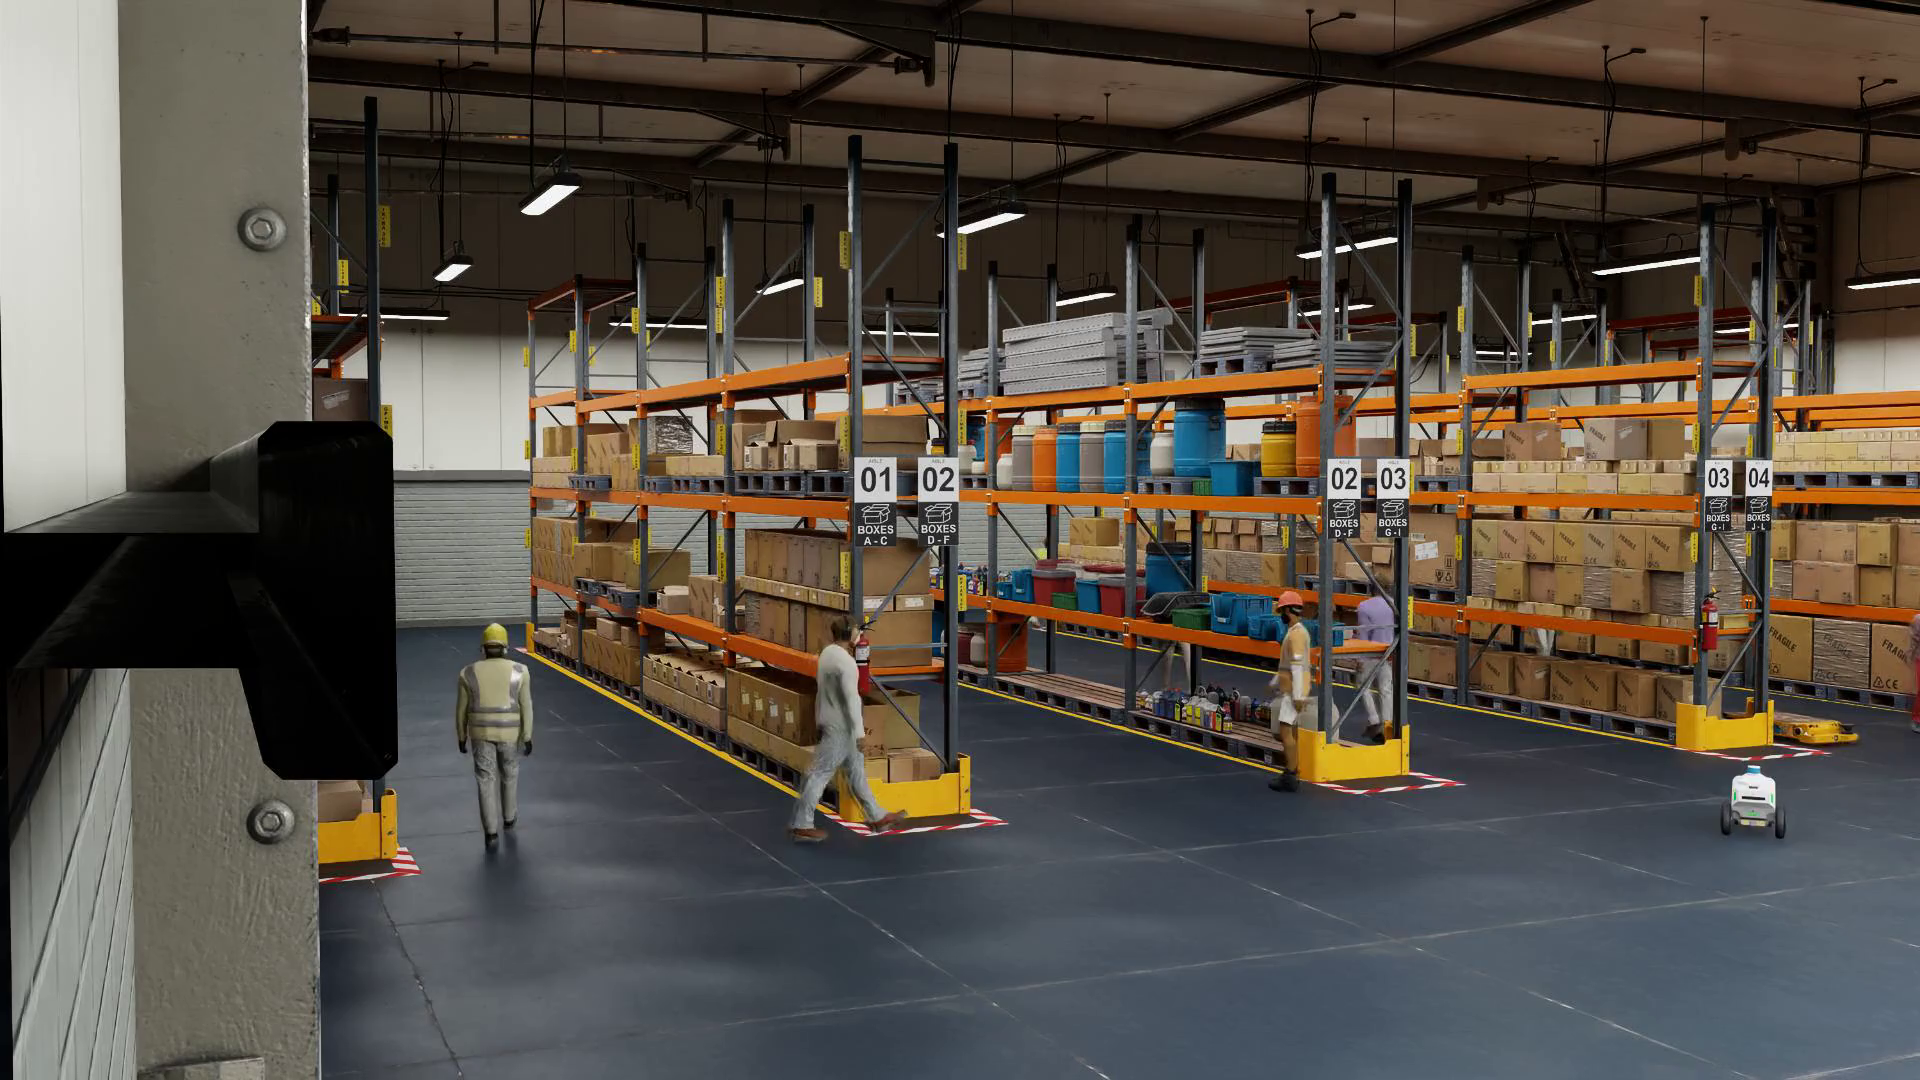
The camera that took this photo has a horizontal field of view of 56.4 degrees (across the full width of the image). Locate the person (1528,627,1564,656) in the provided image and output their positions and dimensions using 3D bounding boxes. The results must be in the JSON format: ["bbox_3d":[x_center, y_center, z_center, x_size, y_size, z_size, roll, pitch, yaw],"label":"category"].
[{"bbox_3d":[8.526,1.273,25.941,0.536,1.606,0.677,-1,2,-17],"label":"person"}]

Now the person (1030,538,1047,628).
[{"bbox_3d":[1.693,0.826,35.250,0.637,1.804,0.932,1,3,34],"label":"person"}]

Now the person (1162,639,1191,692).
[{"bbox_3d":[2.979,1.340,24.298,0.537,1.593,0.847,-1,2,-21],"label":"person"}]

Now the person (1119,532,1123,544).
[{"bbox_3d":[3.297,0.776,35.294,0.566,1.896,0.957,-2,3,-37],"label":"person"}]

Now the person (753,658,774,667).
[{"bbox_3d":[-2.825,1.257,26.072,0.522,1.620,0.411,-1,2,-27],"label":"person"}]

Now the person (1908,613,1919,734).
[{"bbox_3d":[11.316,1.408,20.780,0.541,1.725,0.524,1,2,16],"label":"person"}]

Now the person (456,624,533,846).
[{"bbox_3d":[-3.887,1.597,14.973,0.621,1.792,0.873,-1,2,-14],"label":"person"}]

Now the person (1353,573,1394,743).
[{"bbox_3d":[4.736,1.332,20.339,0.650,1.918,0.453,-1,2,-25],"label":"person"}]

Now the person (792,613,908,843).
[{"bbox_3d":[-0.938,1.555,14.926,1.041,1.881,0.651,-1,2,-18],"label":"person"}]

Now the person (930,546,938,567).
[{"bbox_3d":[-0.530,0.754,34.613,0.406,1.986,0.617,2,3,36],"label":"person"}]

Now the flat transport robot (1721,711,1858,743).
[{"bbox_3d":[9.568,2.150,20.750,0.652,0.197,1.431,-1,2,-21],"label":"flat transport robot"}]

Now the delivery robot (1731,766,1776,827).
[{"bbox_3d":[6.771,2.171,15.284,0.477,0.478,0.707,1,3,24],"label":"delivery robot"}]

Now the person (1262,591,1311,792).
[{"bbox_3d":[3.153,1.454,17.377,0.501,1.899,0.587,0,2,13],"label":"person"}]
